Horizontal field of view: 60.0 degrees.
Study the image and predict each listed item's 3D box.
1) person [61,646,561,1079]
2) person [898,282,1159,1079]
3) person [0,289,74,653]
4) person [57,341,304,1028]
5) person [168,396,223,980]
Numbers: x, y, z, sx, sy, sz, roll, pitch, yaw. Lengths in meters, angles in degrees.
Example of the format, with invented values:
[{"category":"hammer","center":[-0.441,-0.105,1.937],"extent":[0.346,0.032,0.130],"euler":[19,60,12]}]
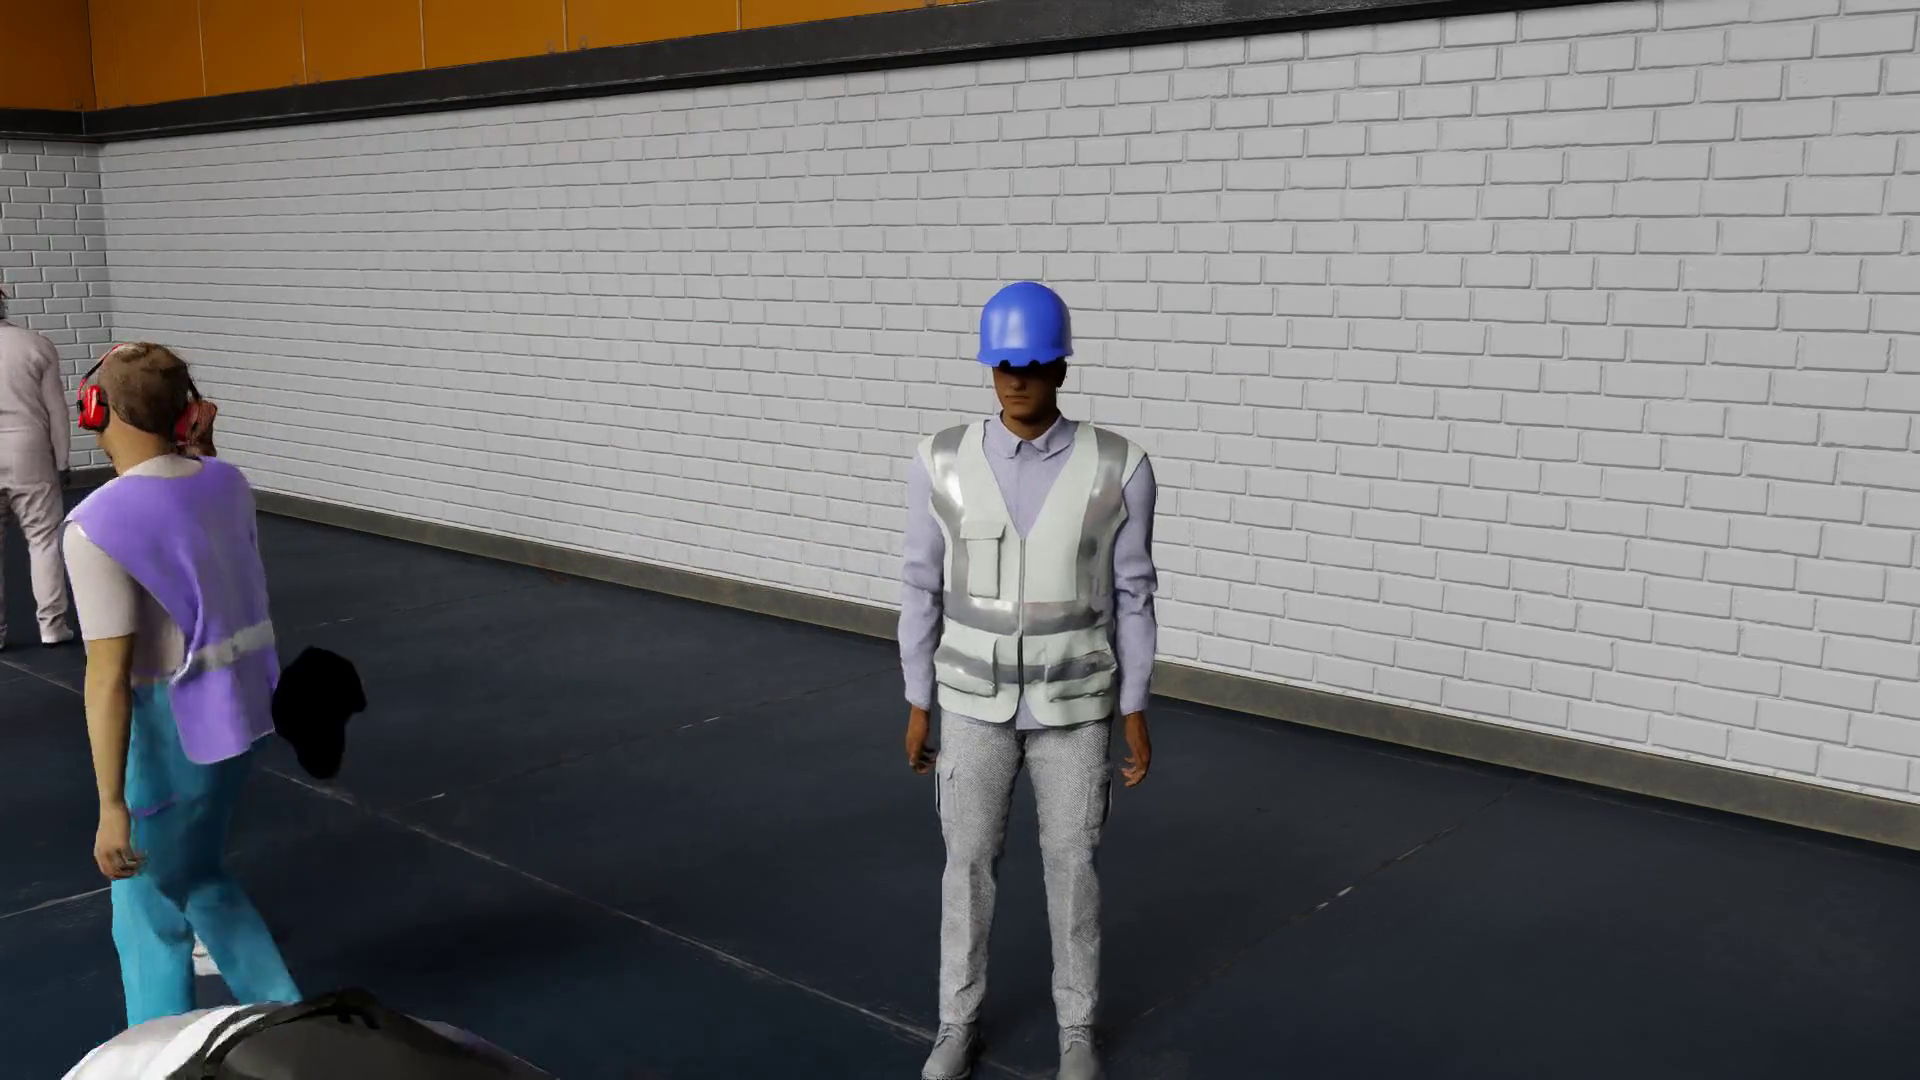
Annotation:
[{"category":"person","center":[-0.326,0.917,1.101],"extent":[0.578,1.861,0.834],"euler":[5,11,26]},{"category":"person","center":[0.158,0.389,3.945],"extent":[0.619,1.911,0.415],"euler":[1,10,8]},{"category":"person","center":[-4.805,-0.364,8.304],"extent":[0.673,1.885,0.432],"euler":[-4,11,-22]},{"category":"person","center":[-1.693,0.477,3.676],"extent":[0.428,1.823,0.642],"euler":[1,10,5]},{"category":"person","center":[-2.164,0.401,4.642],"extent":[0.310,1.639,0.514],"euler":[-8,13,-38]}]
